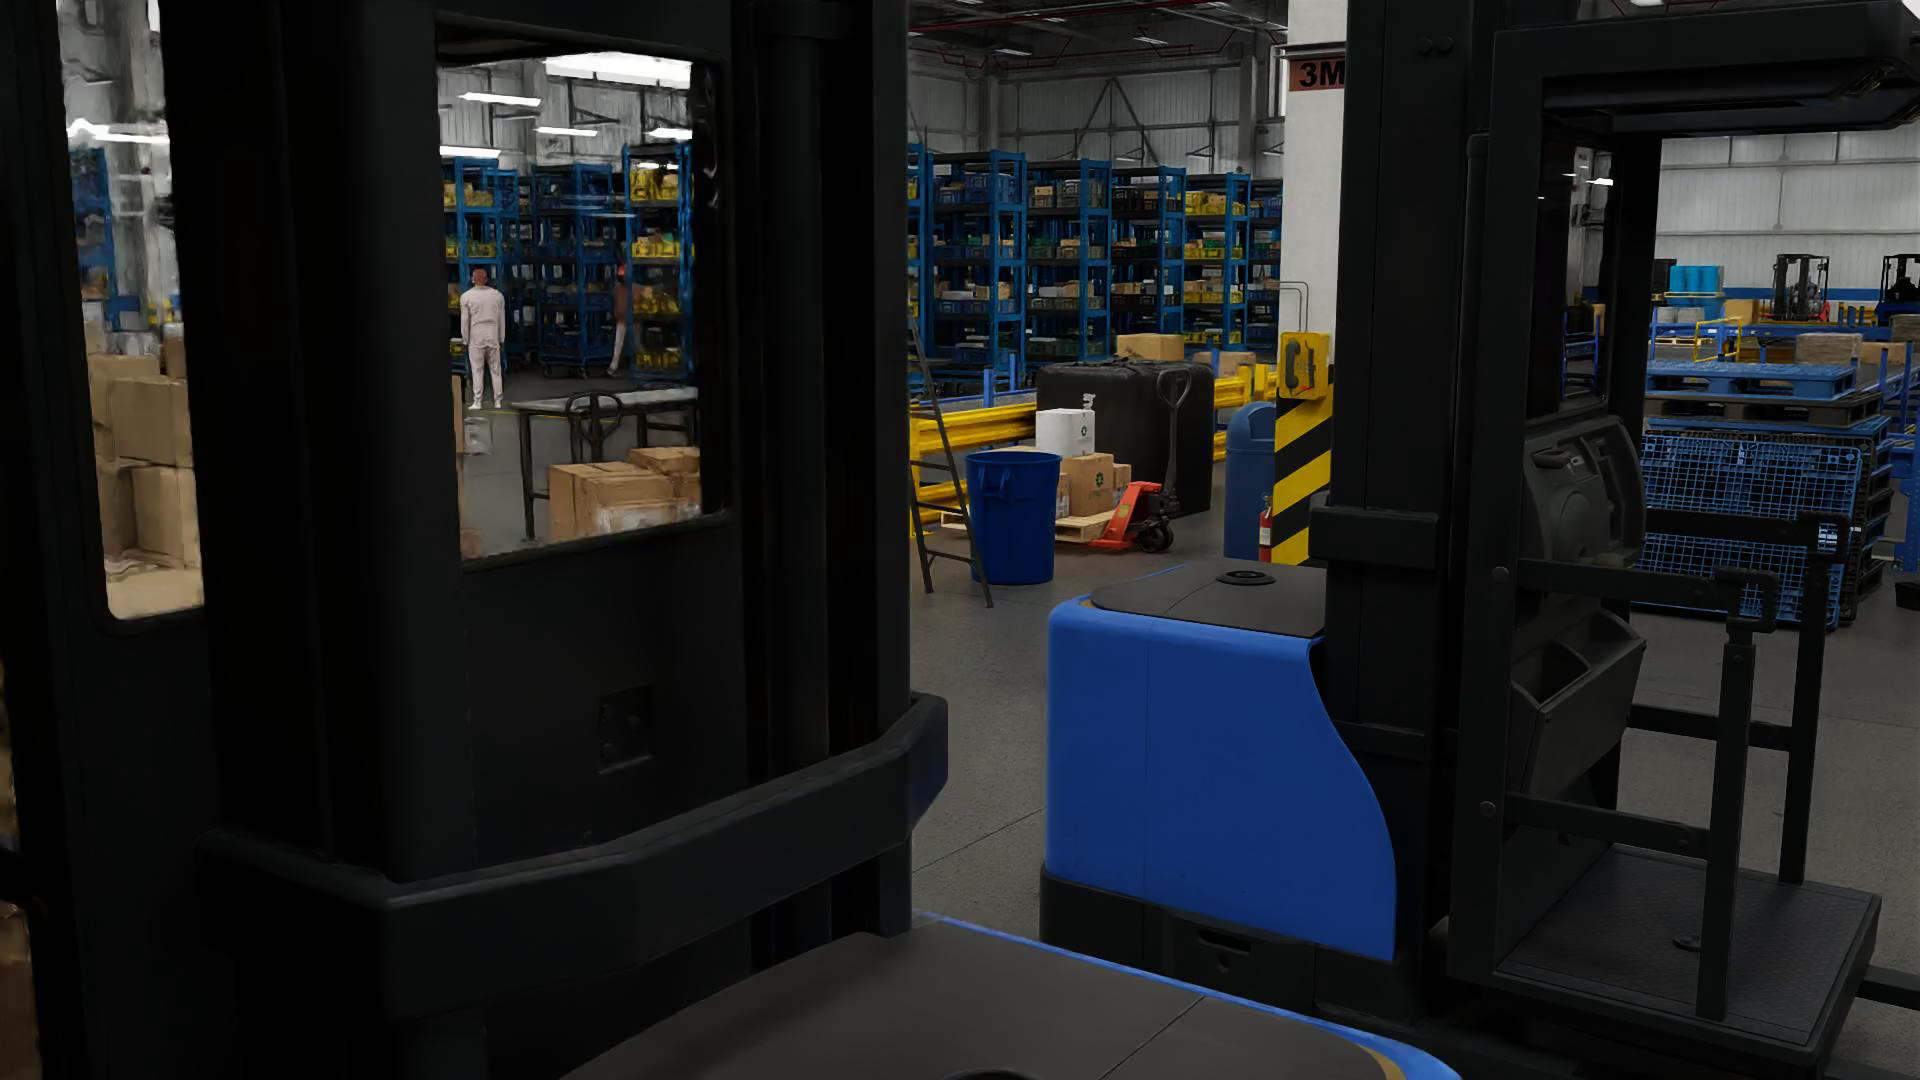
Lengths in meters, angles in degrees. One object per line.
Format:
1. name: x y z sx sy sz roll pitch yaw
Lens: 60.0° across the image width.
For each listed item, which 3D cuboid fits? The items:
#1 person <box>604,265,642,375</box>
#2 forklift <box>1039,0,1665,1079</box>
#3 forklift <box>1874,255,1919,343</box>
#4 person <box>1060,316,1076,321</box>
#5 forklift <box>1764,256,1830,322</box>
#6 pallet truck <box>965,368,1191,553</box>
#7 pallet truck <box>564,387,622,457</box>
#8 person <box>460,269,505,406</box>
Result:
1. person: -5.938 -3.890 29.491 0.614 1.935 1.024 3 10 19
2. forklift: 1.249 -0.137 4.360 1.873 2.768 1.129 7 12 35
3. forklift: 22.089 -5.634 38.796 1.157 1.987 2.680 6 11 33
4. person: 2.553 -5.370 38.657 0.580 1.819 0.711 7 12 36
5. forklift: 20.253 -5.854 40.139 1.157 1.987 2.680 7 12 35
6. pallet truck: 0.845 -0.609 11.869 1.630 1.274 0.653 7 12 35
7. pallet truck: -1.981 -0.274 10.088 0.680 1.201 1.601 -5 11 -28
8. person: -6.677 -2.824 23.254 0.643 1.909 0.410 -7 12 -37
